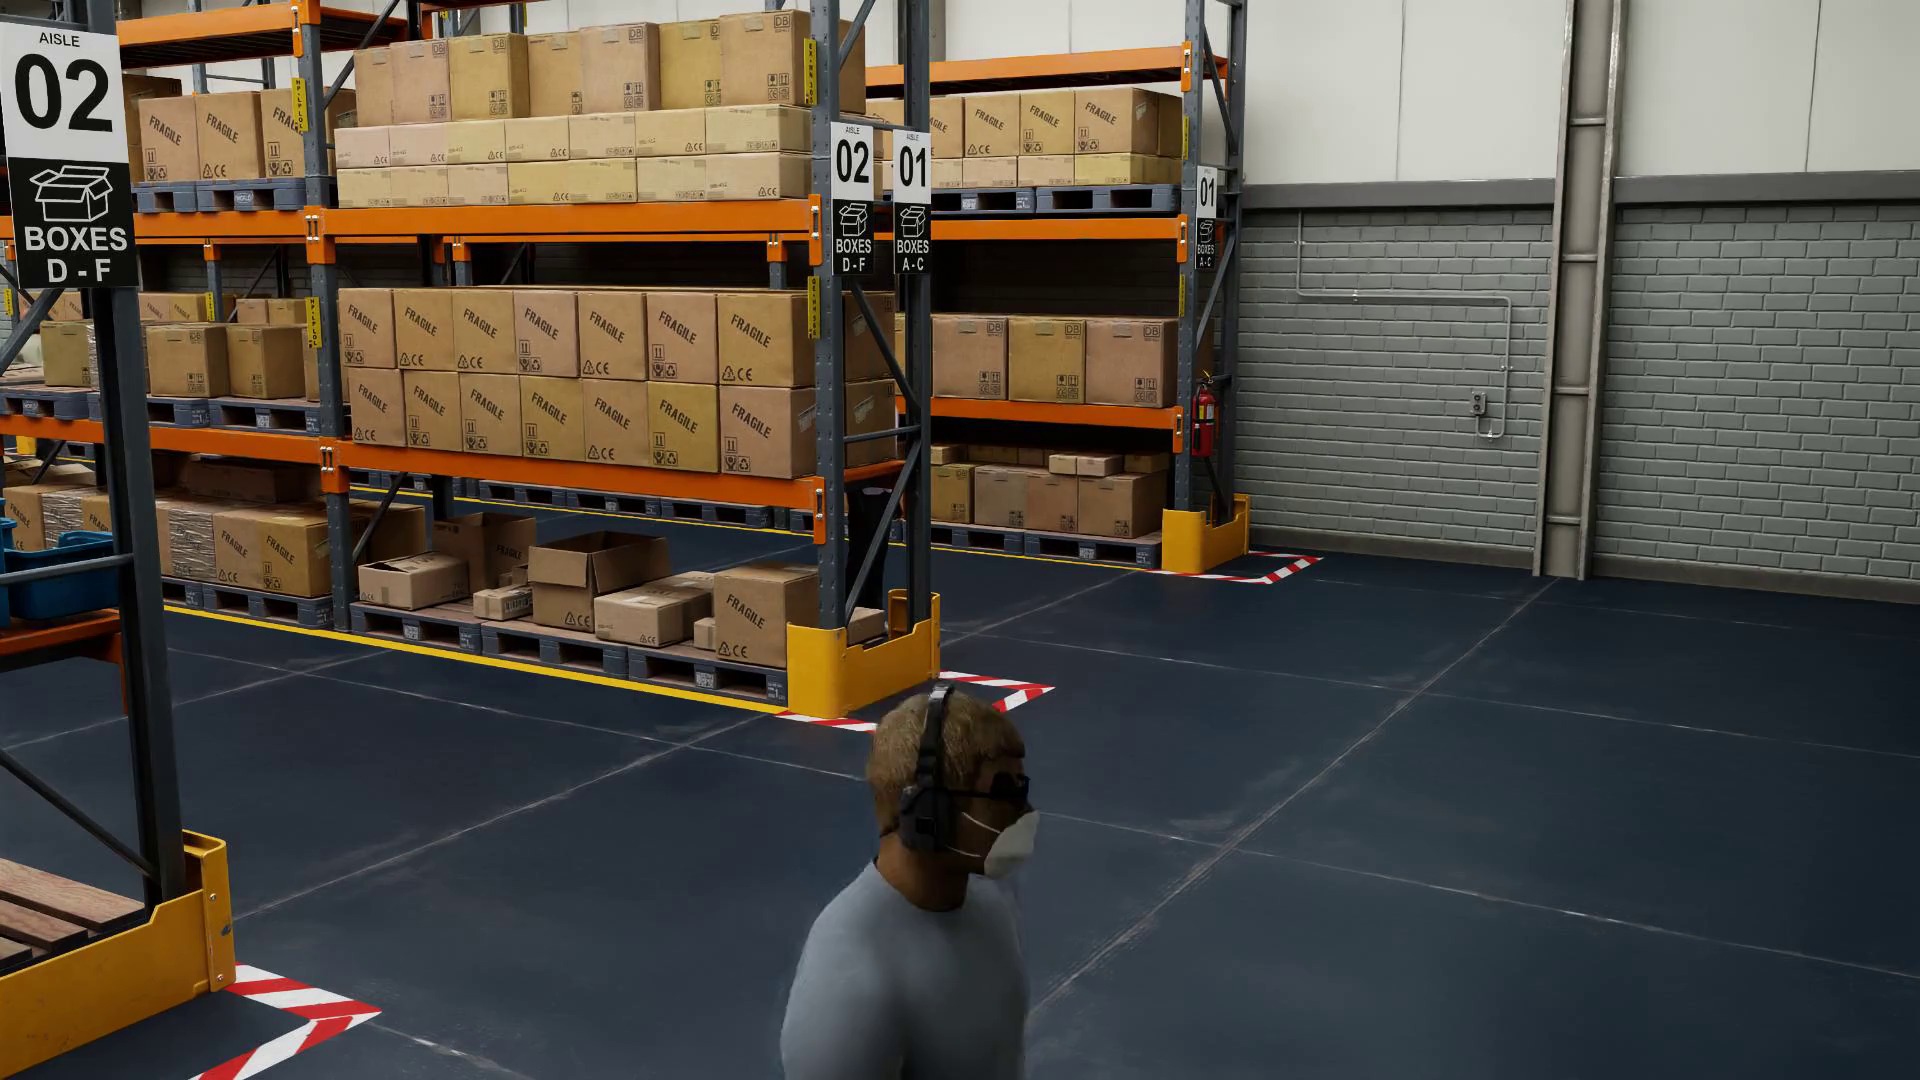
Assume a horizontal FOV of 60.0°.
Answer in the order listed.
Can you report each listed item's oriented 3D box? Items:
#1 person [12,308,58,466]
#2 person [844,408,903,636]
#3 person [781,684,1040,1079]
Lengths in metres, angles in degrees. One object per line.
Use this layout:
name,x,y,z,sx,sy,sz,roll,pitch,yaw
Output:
person,-10.450,-1.636,18.802,1.008,1.937,0.642,8,13,39
person,-0.585,-0.274,10.919,0.392,1.914,0.587,5,11,27
person,-0.073,1.167,2.543,0.578,1.934,0.657,3,10,15
